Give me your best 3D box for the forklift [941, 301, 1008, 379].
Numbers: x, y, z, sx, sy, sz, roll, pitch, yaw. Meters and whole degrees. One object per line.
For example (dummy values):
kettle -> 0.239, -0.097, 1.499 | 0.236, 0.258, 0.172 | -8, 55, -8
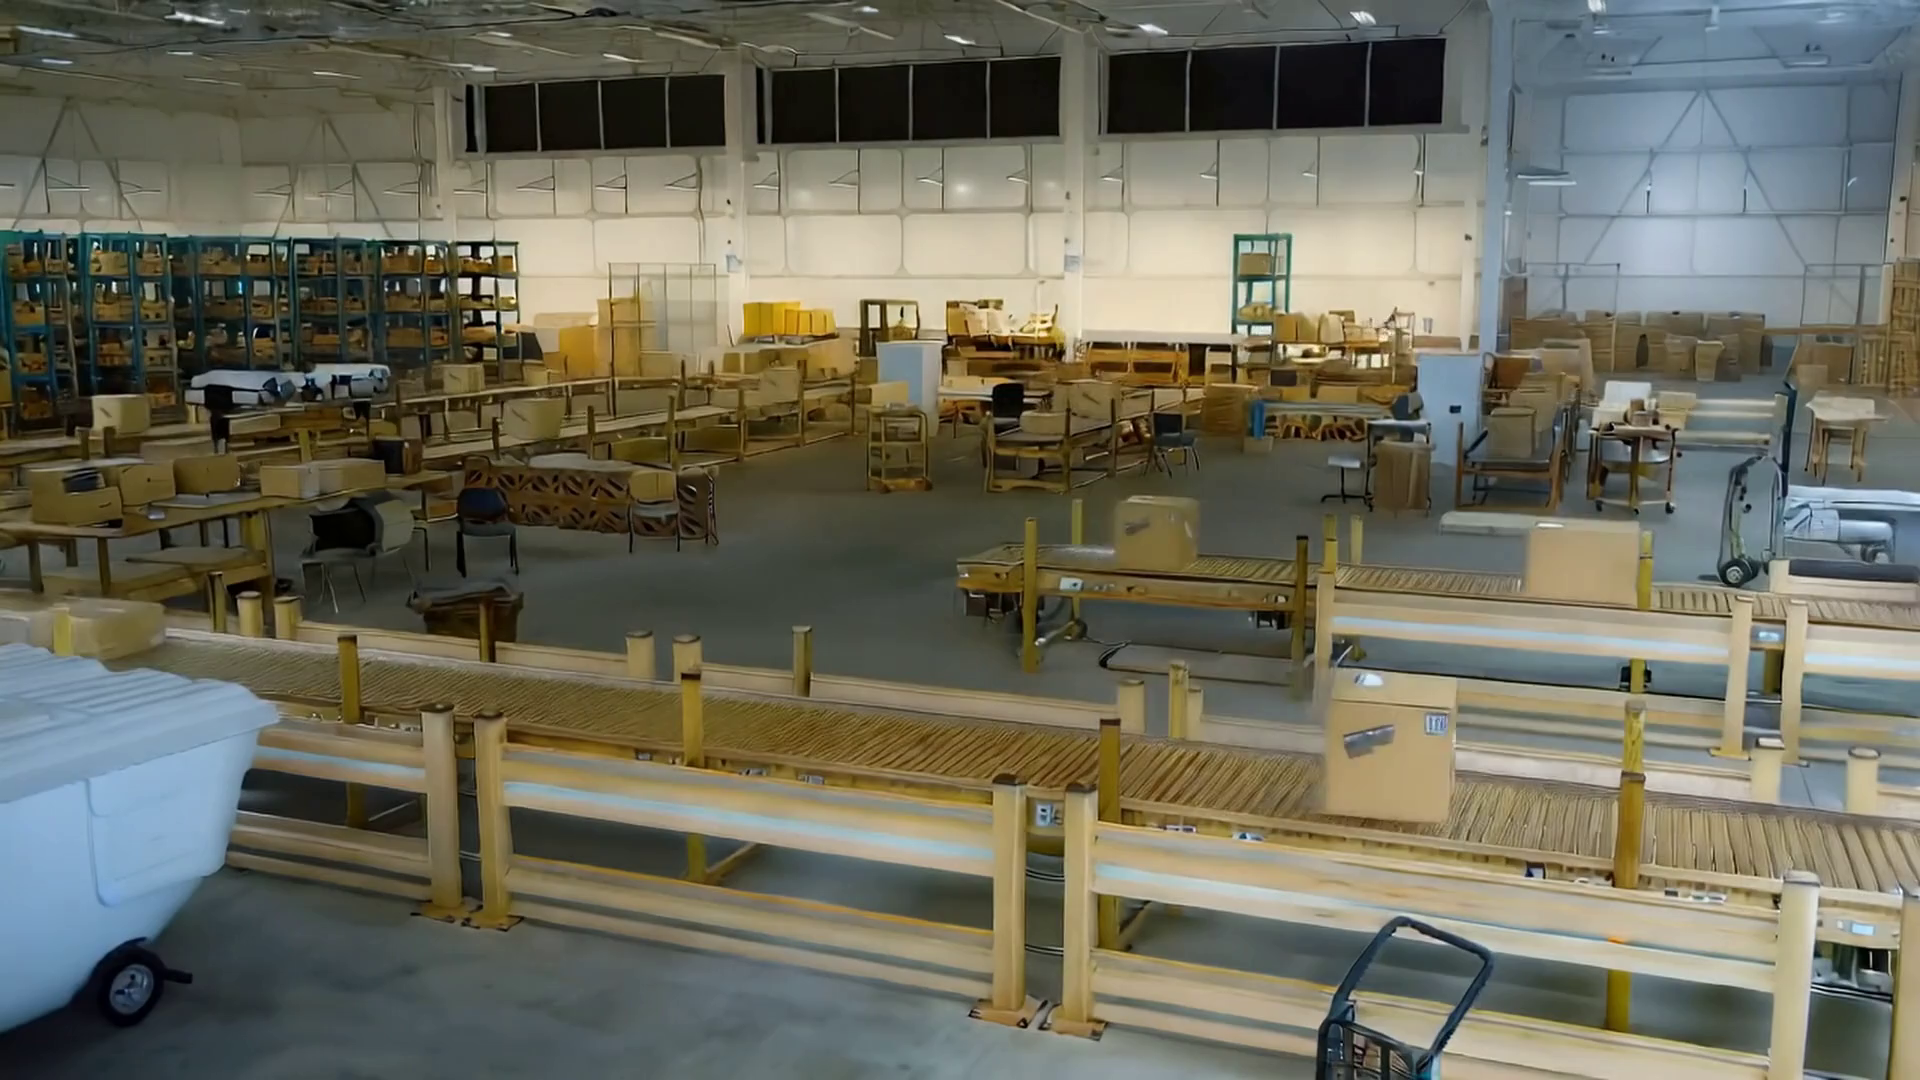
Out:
forklift -> 0.365, -4.966, 41.571 | 1.157, 1.987, 2.680 | 3, 10, 20

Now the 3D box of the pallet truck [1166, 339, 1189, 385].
pallet truck -> 5.418, -4.269, 40.420 | 0.704, 1.261, 1.522 | 3, 10, 20

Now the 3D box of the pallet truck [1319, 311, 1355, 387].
pallet truck -> 9.071, -4.419, 39.190 | 0.823, 1.965, 1.885 | 5, 10, 26

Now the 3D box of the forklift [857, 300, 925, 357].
forklift -> -1.732, -5.109, 42.468 | 1.157, 1.987, 2.680 | 4, 10, 22

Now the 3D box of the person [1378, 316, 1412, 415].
person -> 8.831, -3.526, 33.719 | 0.543, 2.025, 0.687 | -6, 11, -33

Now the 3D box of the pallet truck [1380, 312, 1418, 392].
pallet truck -> 10.207, -4.283, 38.369 | 0.823, 1.965, 1.885 | 3, 10, 20

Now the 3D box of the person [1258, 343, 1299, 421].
person -> 6.131, -3.108, 31.643 | 0.931, 1.871, 0.628 | 5, 11, 27

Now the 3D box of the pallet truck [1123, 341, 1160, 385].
pallet truck -> 4.445, -4.380, 41.279 | 0.680, 1.201, 1.601 | 4, 10, 22
